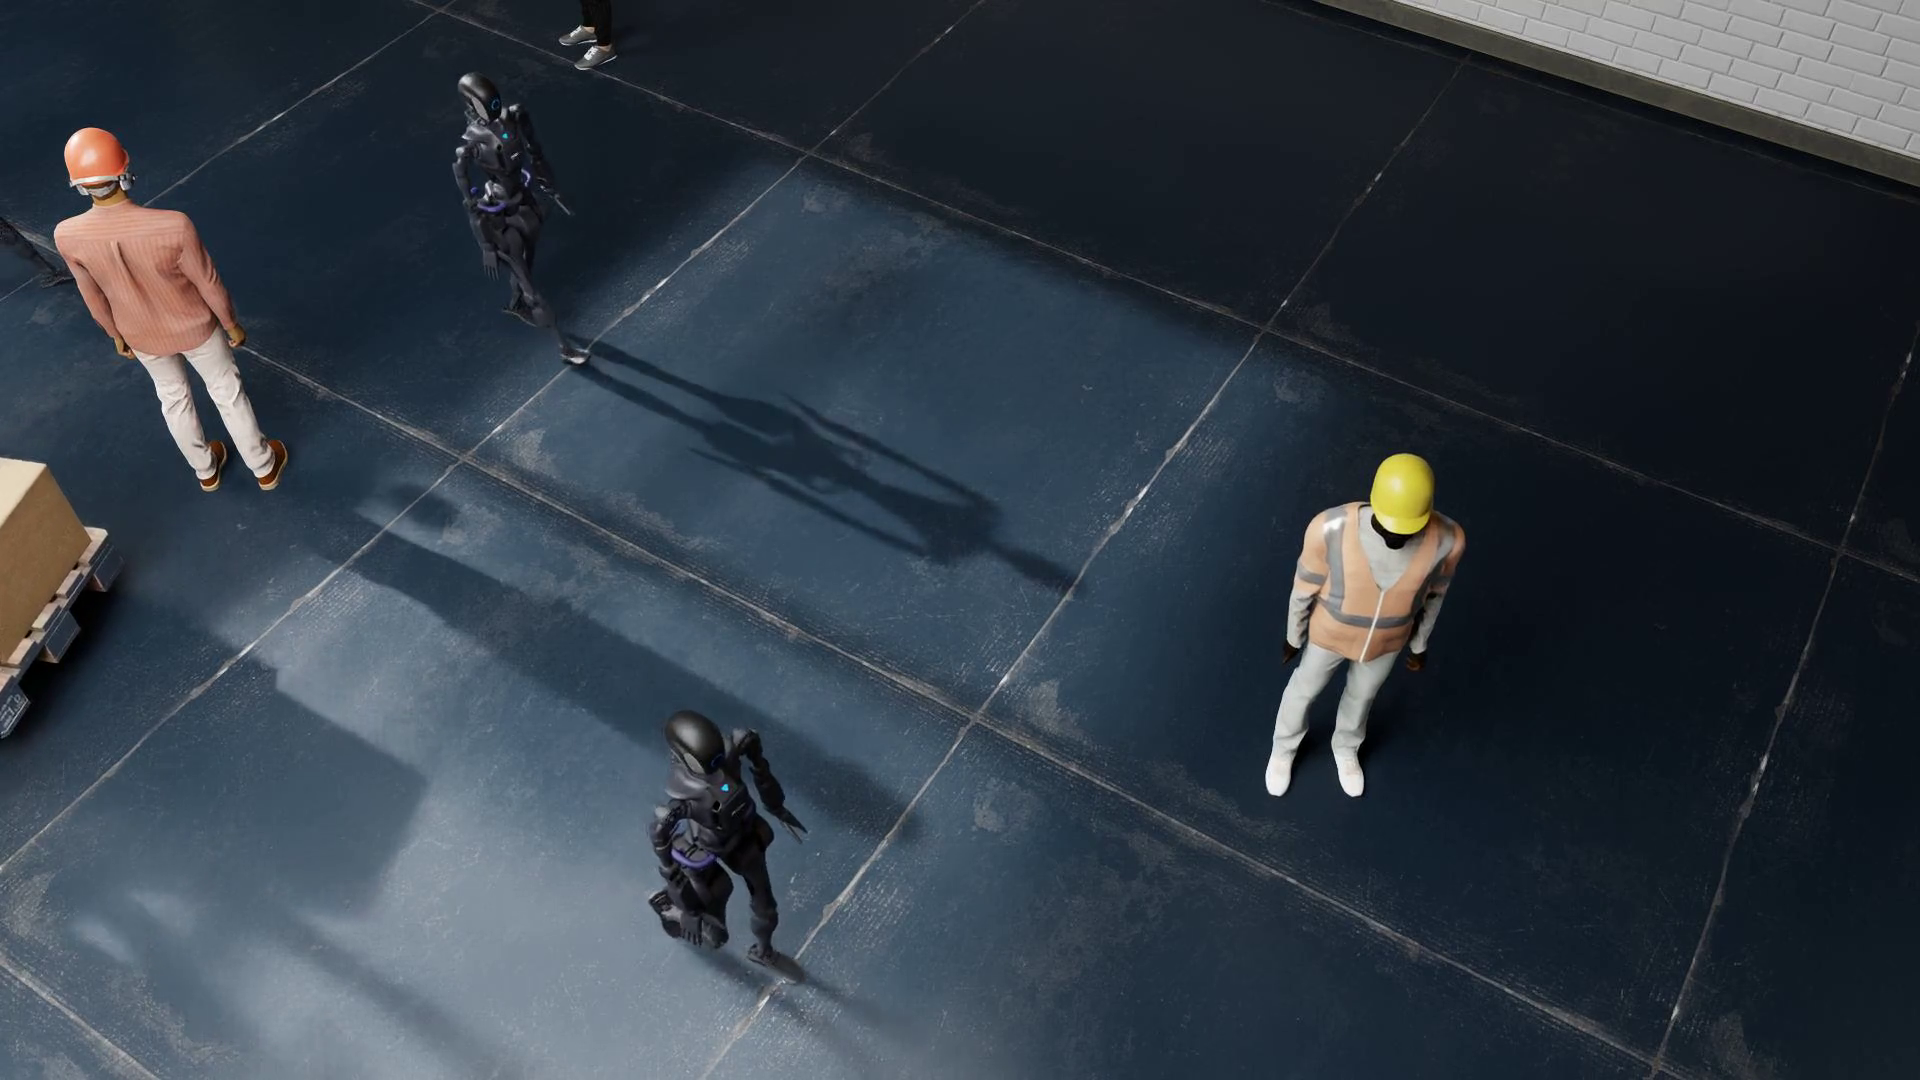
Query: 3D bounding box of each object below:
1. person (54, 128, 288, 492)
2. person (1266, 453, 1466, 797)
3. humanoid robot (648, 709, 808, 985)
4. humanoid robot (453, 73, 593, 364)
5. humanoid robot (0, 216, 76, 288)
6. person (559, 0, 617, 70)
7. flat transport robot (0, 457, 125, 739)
[{"bbox_3d":[-3.574,-0.989,7.543,0.610,1.986,0.402,-4,49,-3],"label":"person"},{"bbox_3d":[1.543,0.356,6.404,0.587,1.927,0.384,2,49,2],"label":"person"},{"bbox_3d":[-0.886,1.068,5.958,0.571,1.643,0.601,29,55,23],"label":"humanoid robot"},{"bbox_3d":[-2.176,-1.622,8.321,0.759,1.632,0.600,24,53,19],"label":"humanoid robot"},{"bbox_3d":[-5.236,-1.936,8.612,0.794,1.631,0.605,-17,51,-15],"label":"humanoid robot"},{"bbox_3d":[-2.356,-3.715,10.072,0.432,1.759,0.761,-19,51,-16],"label":"person"},{"bbox_3d":[-4.476,0.450,7.422,0.659,0.231,1.431,8,49,7],"label":"flat transport robot"}]
